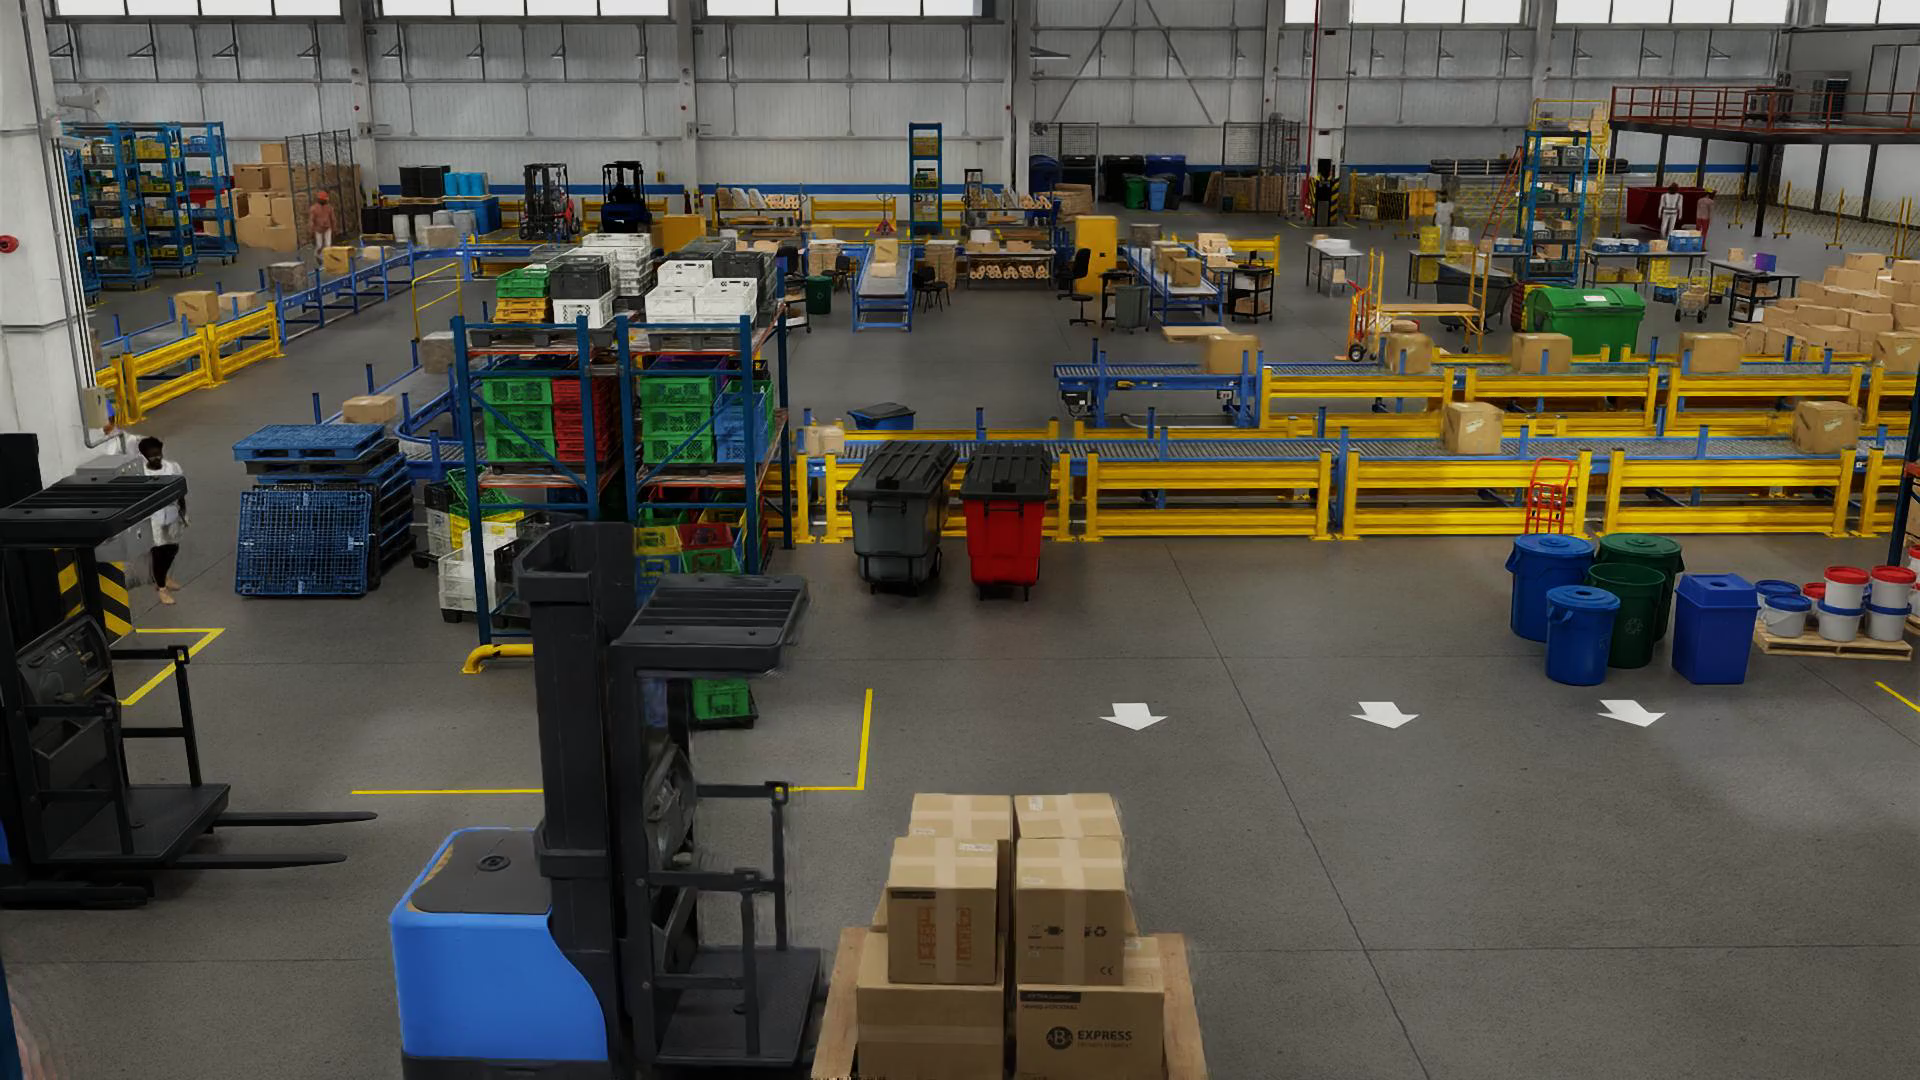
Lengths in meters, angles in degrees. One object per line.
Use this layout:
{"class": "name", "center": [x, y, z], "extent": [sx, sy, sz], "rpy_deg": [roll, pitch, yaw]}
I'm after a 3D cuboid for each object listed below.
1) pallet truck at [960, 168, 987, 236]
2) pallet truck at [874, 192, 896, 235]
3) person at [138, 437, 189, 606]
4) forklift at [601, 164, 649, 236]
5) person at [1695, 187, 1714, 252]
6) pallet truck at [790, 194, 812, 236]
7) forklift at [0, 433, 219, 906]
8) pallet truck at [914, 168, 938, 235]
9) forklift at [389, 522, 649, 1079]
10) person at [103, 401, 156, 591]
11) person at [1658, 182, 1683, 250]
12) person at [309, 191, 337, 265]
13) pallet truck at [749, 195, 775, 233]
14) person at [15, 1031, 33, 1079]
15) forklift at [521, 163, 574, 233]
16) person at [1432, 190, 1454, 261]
{"class": "pallet truck", "center": [0.383, -10.230, 50.206], "extent": [0.823, 1.965, 1.885], "rpy_deg": [-1, 16, -3]}
{"class": "pallet truck", "center": [-2.277, -9.986, 50.594], "extent": [0.653, 1.274, 1.630], "rpy_deg": [0, 16, -1]}
{"class": "person", "center": [-7.768, -0.221, 16.025], "extent": [0.640, 1.656, 0.547], "rpy_deg": [12, 20, 35]}
{"class": "forklift", "center": [-9.948, -10.127, 49.296], "extent": [1.157, 1.987, 2.680], "rpy_deg": [-1, 16, -3]}
{"class": "person", "center": [20.492, -8.833, 45.786], "extent": [0.347, 1.759, 0.521], "rpy_deg": [-8, 18, -26]}
{"class": "pallet truck", "center": [-4.814, -9.883, 50.259], "extent": [0.704, 1.261, 1.522], "rpy_deg": [-1, 16, -3]}
{"class": "forklift", "center": [-5.952, 0.780, 10.366], "extent": [1.873, 2.768, 1.129], "rpy_deg": [0, 16, -1]}
{"class": "pallet truck", "center": [-0.989, -10.316, 50.507], "extent": [0.823, 1.965, 1.885], "rpy_deg": [1, 16, 3]}
{"class": "forklift", "center": [-1.837, 1.358, 8.357], "extent": [1.873, 2.768, 1.129], "rpy_deg": [1, 16, 2]}
{"class": "person", "center": [-8.231, -0.434, 16.278], "extent": [0.599, 1.930, 0.448], "rpy_deg": [7, 17, 22]}
{"class": "person", "center": [19.610, -8.931, 45.937], "extent": [0.603, 1.856, 0.537], "rpy_deg": [6, 17, 20]}
{"class": "person", "center": [-16.021, -7.787, 41.774], "extent": [0.640, 1.966, 0.735], "rpy_deg": [-13, 21, -39]}
{"class": "pallet truck", "center": [-6.051, -9.967, 50.660], "extent": [0.680, 1.201, 1.601], "rpy_deg": [0, 16, -1]}
{"class": "person", "center": [-3.867, 2.435, 6.476], "extent": [0.712, 1.834, 0.996], "rpy_deg": [15, 22, 42]}
{"class": "forklift", "center": [-12.233, -10.122, 49.298], "extent": [1.157, 1.987, 2.680], "rpy_deg": [0, 16, -1]}
{"class": "person", "center": [12.619, -8.191, 43.422], "extent": [0.535, 1.833, 0.871], "rpy_deg": [5, 17, 17]}
